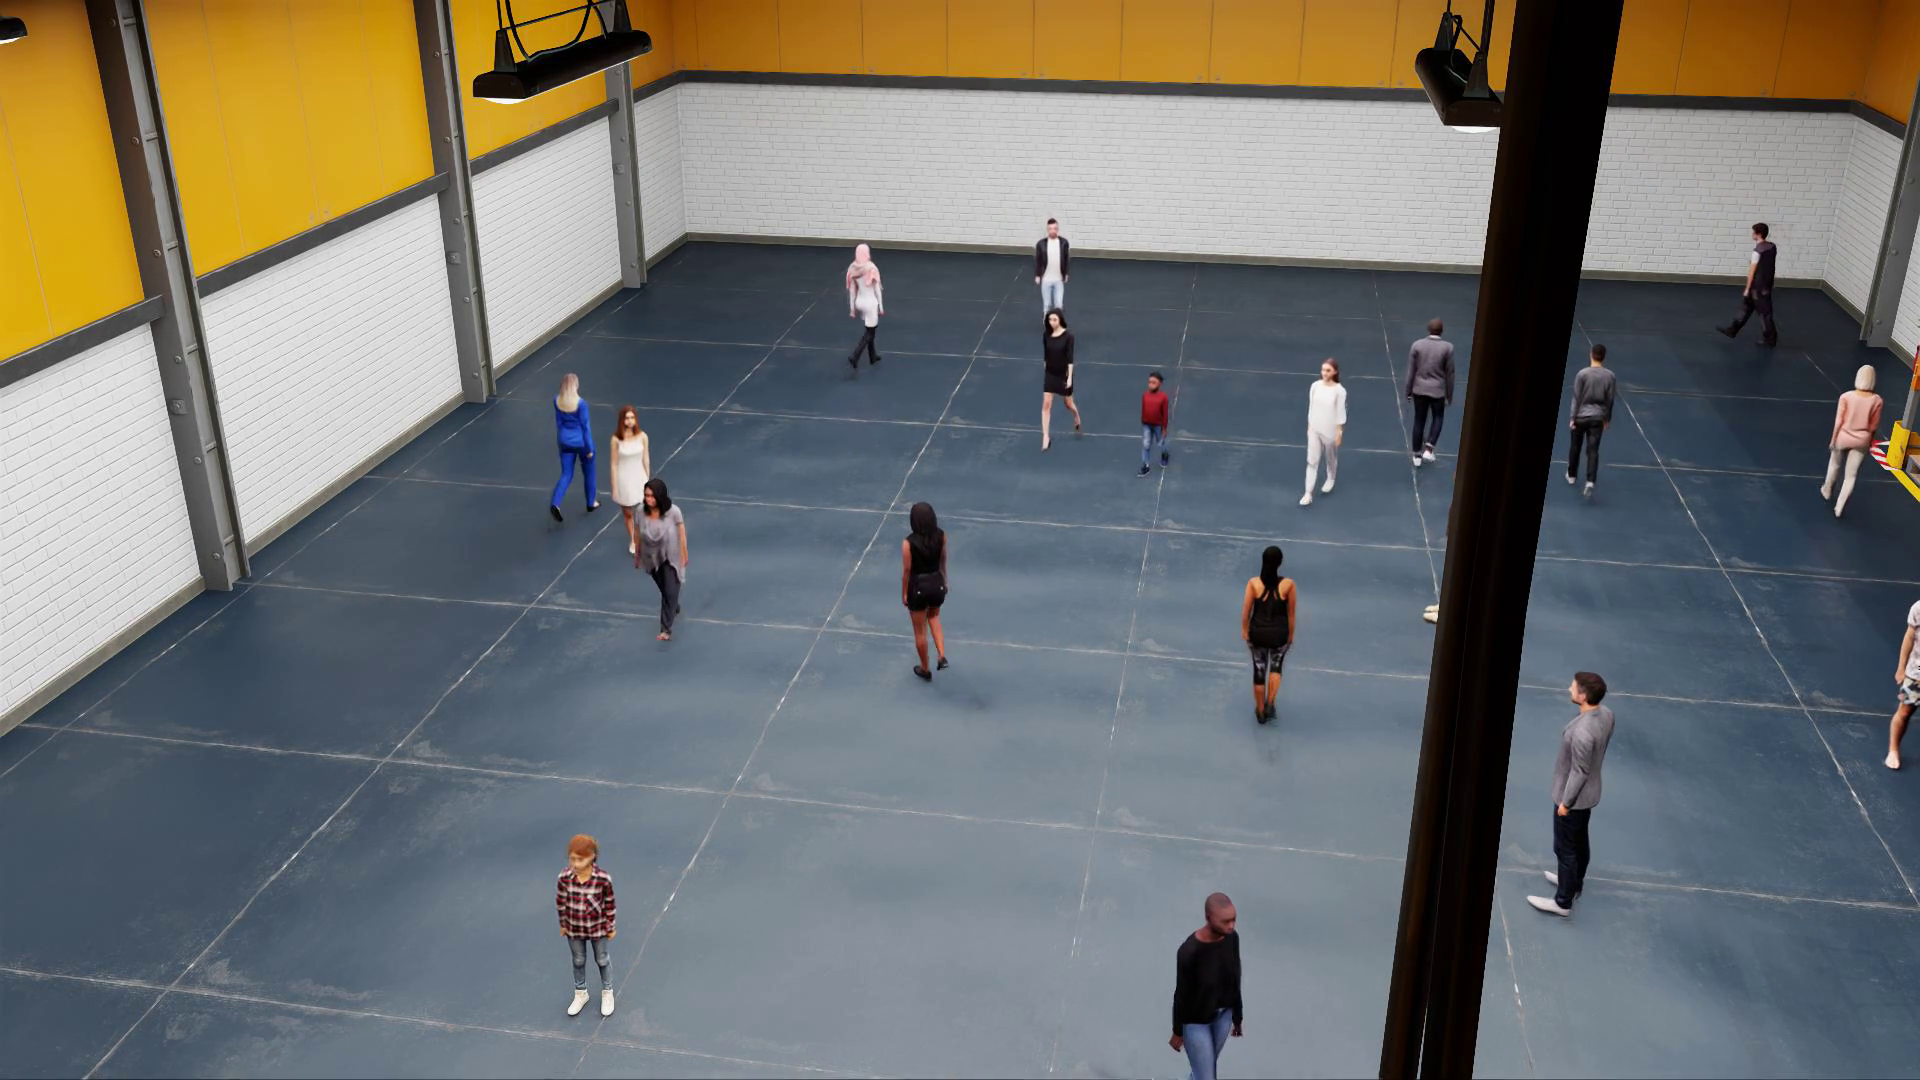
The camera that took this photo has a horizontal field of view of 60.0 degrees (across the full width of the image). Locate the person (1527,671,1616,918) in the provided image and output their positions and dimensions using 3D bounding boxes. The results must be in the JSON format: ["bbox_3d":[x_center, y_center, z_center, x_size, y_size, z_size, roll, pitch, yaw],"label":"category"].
[{"bbox_3d":[4.352,1.775,11.732,0.836,1.871,0.702,18,29,35],"label":"person"}]

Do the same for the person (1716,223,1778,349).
[{"bbox_3d":[11.805,-3.686,24.322,1.151,1.793,1.096,-20,31,-38],"label":"person"}]

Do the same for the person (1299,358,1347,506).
[{"bbox_3d":[4.193,-1.255,18.943,0.885,1.648,1.148,15,28,30],"label":"person"}]

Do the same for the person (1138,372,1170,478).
[{"bbox_3d":[2.344,-1.399,19.784,0.645,1.238,0.879,11,26,24],"label":"person"}]

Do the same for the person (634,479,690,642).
[{"bbox_3d":[-2.796,0.128,15.884,0.703,1.565,1.040,7,24,15],"label":"person"}]

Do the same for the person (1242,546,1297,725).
[{"bbox_3d":[2.629,0.832,14.160,0.600,1.655,0.550,3,24,8],"label":"person"}]

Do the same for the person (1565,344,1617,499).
[{"bbox_3d":[7.221,-1.352,19.056,0.618,1.735,1.072,4,24,10],"label":"person"}]

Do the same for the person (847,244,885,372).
[{"bbox_3d":[-1.341,-3.223,23.284,0.880,1.776,1.214,12,26,25],"label":"person"}]

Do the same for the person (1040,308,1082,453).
[{"bbox_3d":[1.264,-1.983,20.463,0.813,1.763,1.158,11,26,24],"label":"person"}]

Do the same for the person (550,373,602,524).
[{"bbox_3d":[-4.289,-0.990,18.306,0.765,1.673,1.108,9,25,19],"label":"person"}]

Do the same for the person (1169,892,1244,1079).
[{"bbox_3d":[1.372,2.747,9.673,0.706,1.740,0.769,-16,28,-33],"label":"person"}]

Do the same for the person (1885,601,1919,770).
[{"bbox_3d":[7.904,1.033,13.509,0.724,1.807,0.641,9,25,20],"label":"person"}]

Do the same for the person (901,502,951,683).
[{"bbox_3d":[-0.255,0.499,14.830,0.763,1.728,0.820,-14,27,-28],"label":"person"}]

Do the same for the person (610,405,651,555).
[{"bbox_3d":[-3.464,-0.627,17.464,0.828,1.682,1.041,-5,24,-11],"label":"person"}]

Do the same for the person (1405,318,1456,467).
[{"bbox_3d":[5.578,-1.728,19.827,0.808,1.805,0.745,10,26,22],"label":"person"}]

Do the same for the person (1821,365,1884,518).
[{"bbox_3d":[9.911,-1.073,18.456,0.721,1.704,0.987,9,25,19],"label":"person"}]

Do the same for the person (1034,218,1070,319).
[{"bbox_3d":[1.362,-3.903,24.804,0.836,1.805,1.136,-1,24,-3],"label":"person"}]

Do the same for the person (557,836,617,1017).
[{"bbox_3d":[-2.418,2.485,10.815,0.550,1.305,0.548,1,24,3],"label":"person"}]
